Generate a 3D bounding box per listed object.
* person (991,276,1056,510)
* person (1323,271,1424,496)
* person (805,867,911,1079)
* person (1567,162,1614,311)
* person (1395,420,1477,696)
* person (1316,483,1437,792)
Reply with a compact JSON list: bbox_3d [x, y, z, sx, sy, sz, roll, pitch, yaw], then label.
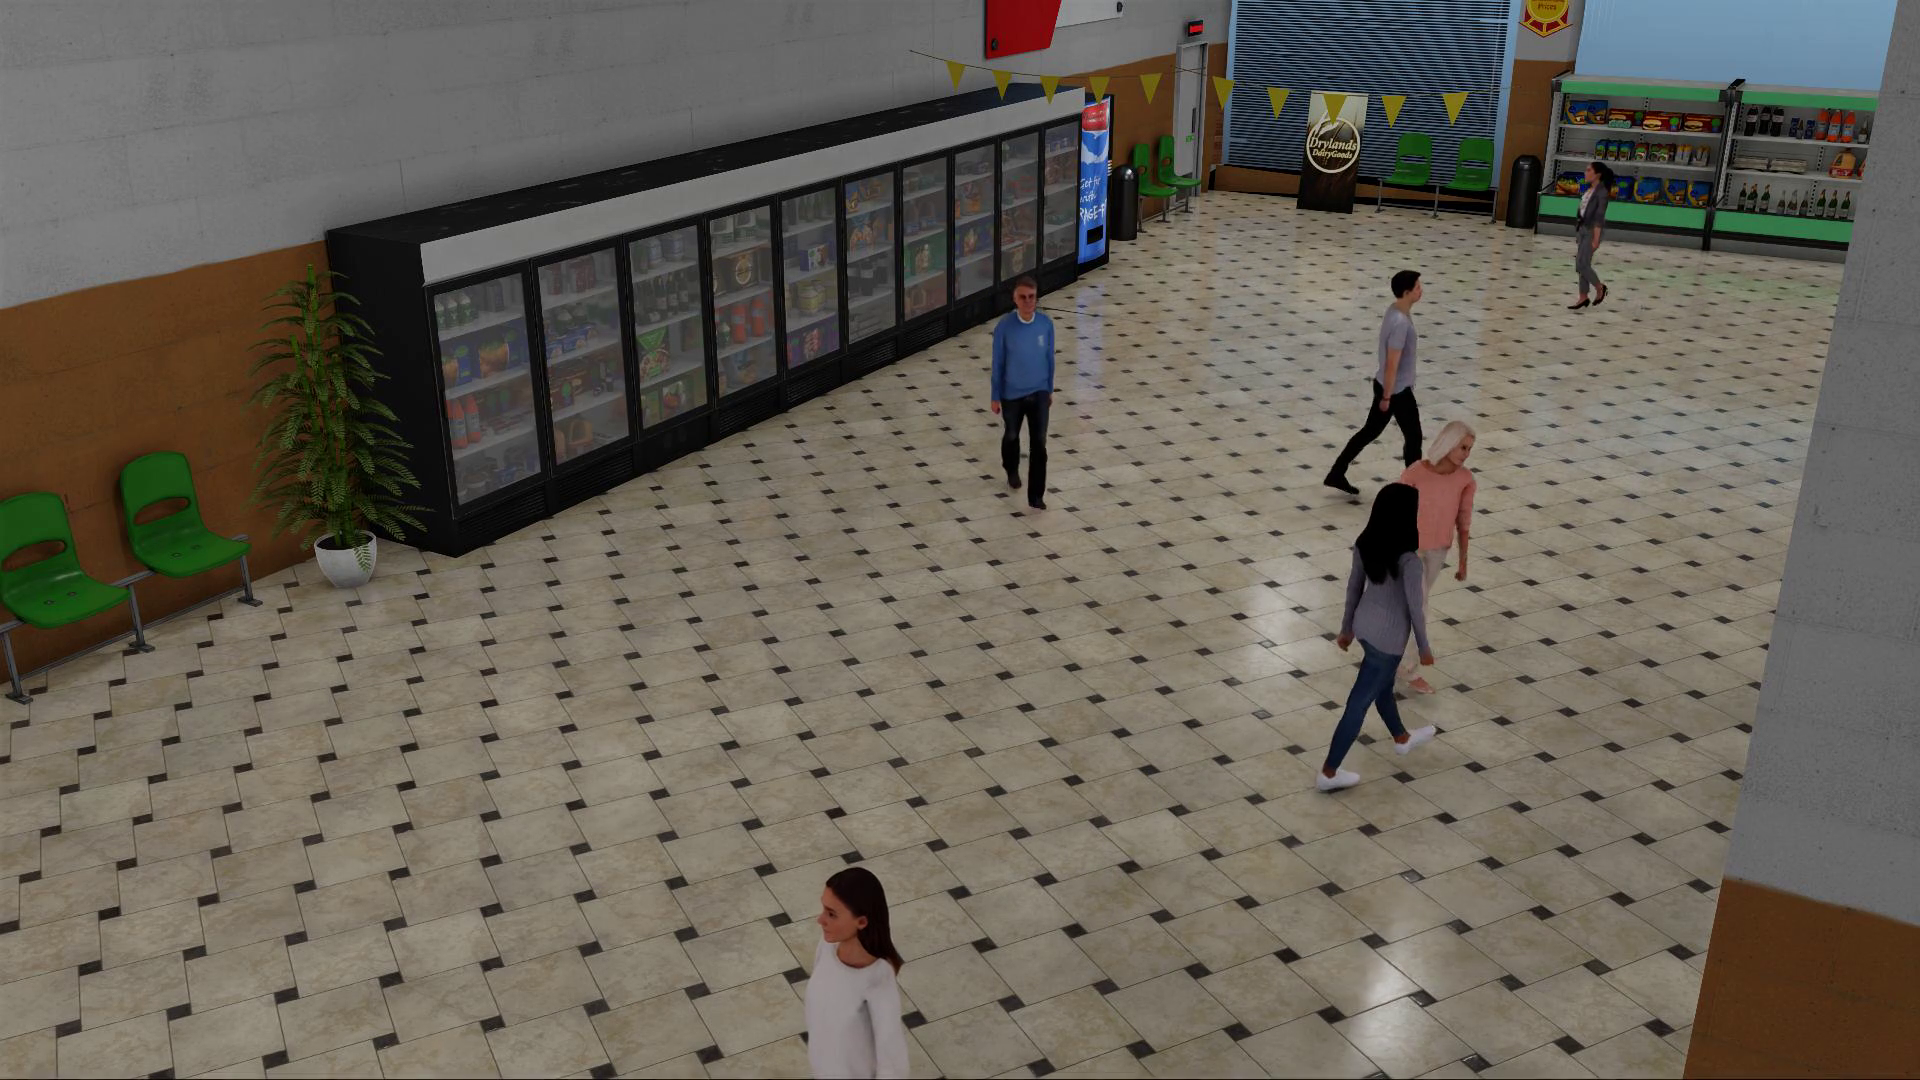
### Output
[{"bbox_3d":[0.476,-1.179,12.972,1.198,1.773,1.198,-4,22,-10],"label":"person"},{"bbox_3d":[3.253,-1.165,12.863,1.280,1.828,1.021,2,22,4],"label":"person"},{"bbox_3d":[-0.337,1.829,5.602,0.735,1.686,0.614,-15,26,-33],"label":"person"},{"bbox_3d":[7.122,-3.368,18.567,0.824,1.662,0.773,0,22,1],"label":"person"},{"bbox_3d":[2.732,0.059,10.023,0.917,1.675,0.951,0,22,1],"label":"person"},{"bbox_3d":[2.134,0.556,8.752,1.076,1.700,1.092,-9,24,-21],"label":"person"}]
